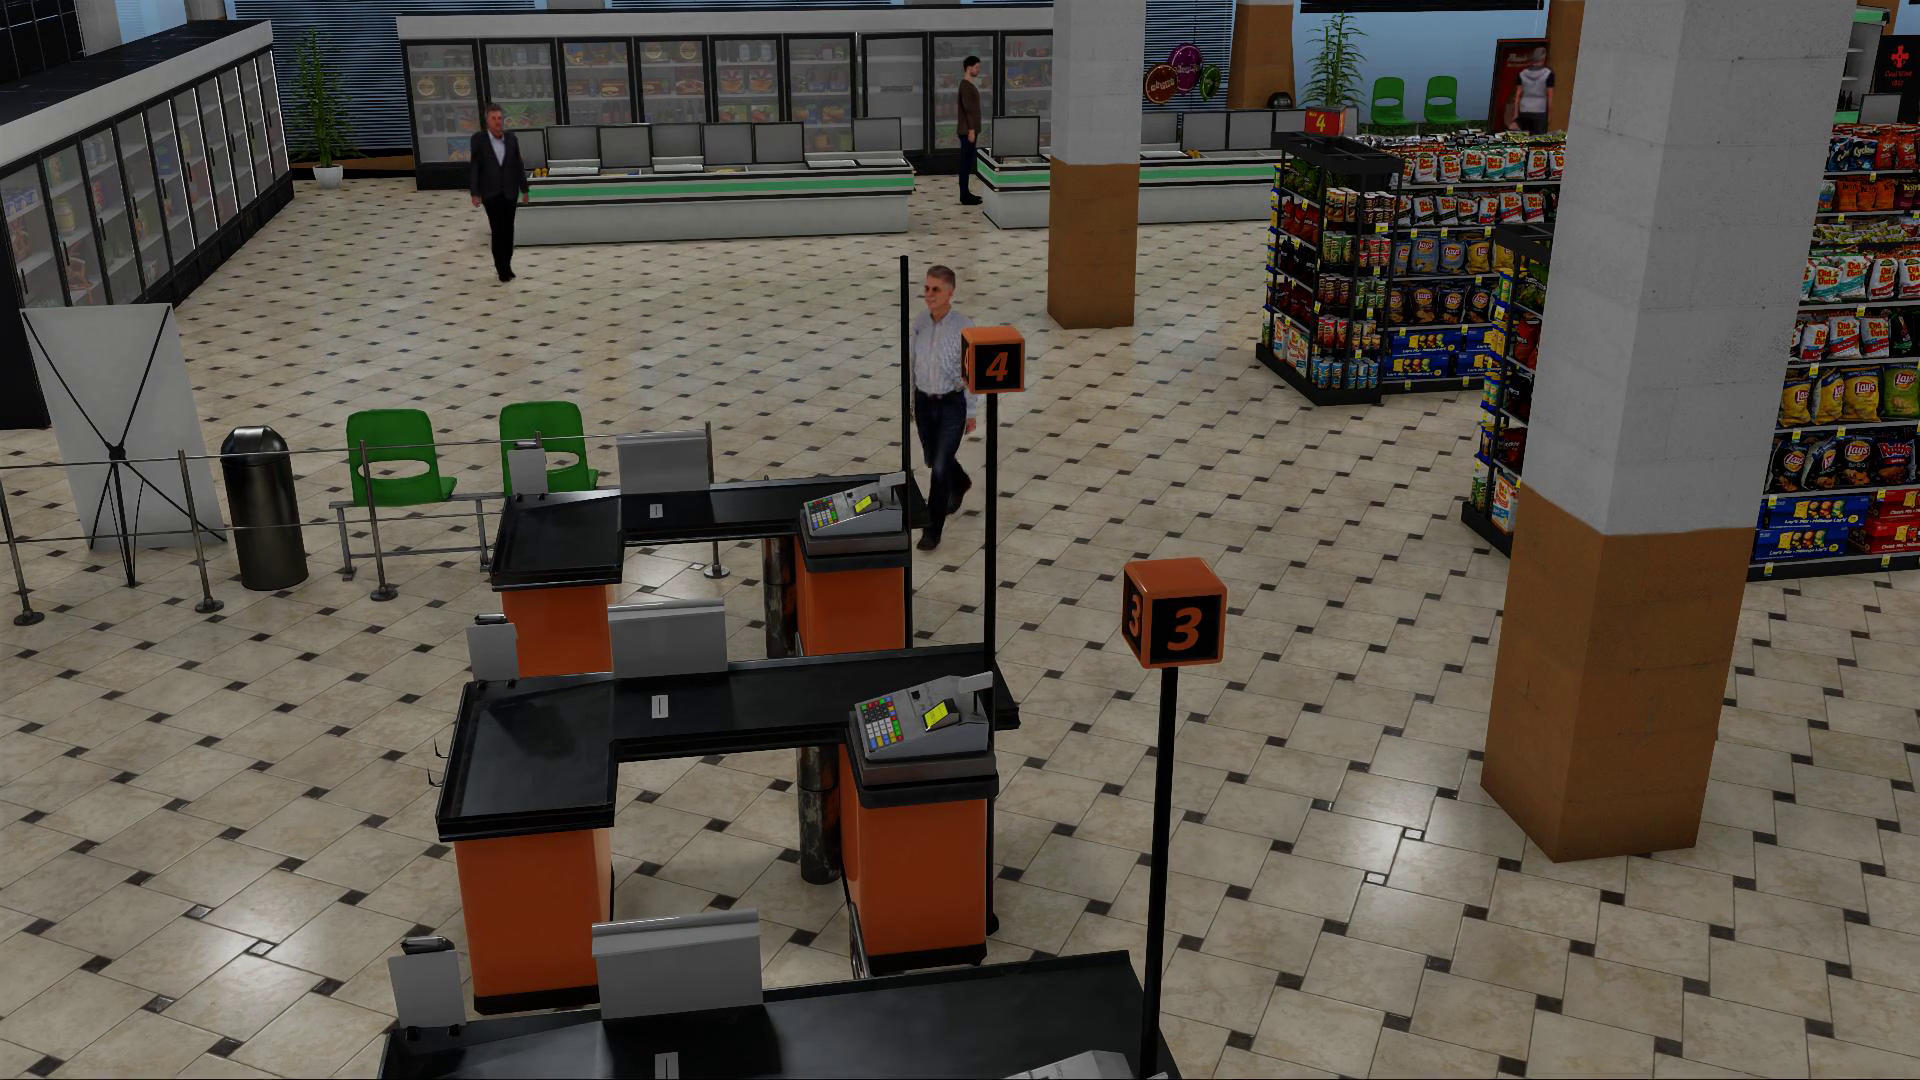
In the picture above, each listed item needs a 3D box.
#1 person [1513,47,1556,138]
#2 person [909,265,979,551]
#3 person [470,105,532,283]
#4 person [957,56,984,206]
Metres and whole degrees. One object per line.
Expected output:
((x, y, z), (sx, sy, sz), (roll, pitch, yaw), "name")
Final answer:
((8.006, -5.956, 23.336), (0.986, 1.805, 1.068), (17, 28, 37), "person")
((-0.091, -0.885, 10.733), (1.149, 1.792, 1.155), (12, 25, 28), "person")
((-4.938, -3.703, 17.707), (0.893, 1.823, 0.983), (-17, 27, -36), "person")
((0.104, -5.358, 21.740), (0.625, 1.886, 0.687), (0, 22, 0), "person")
